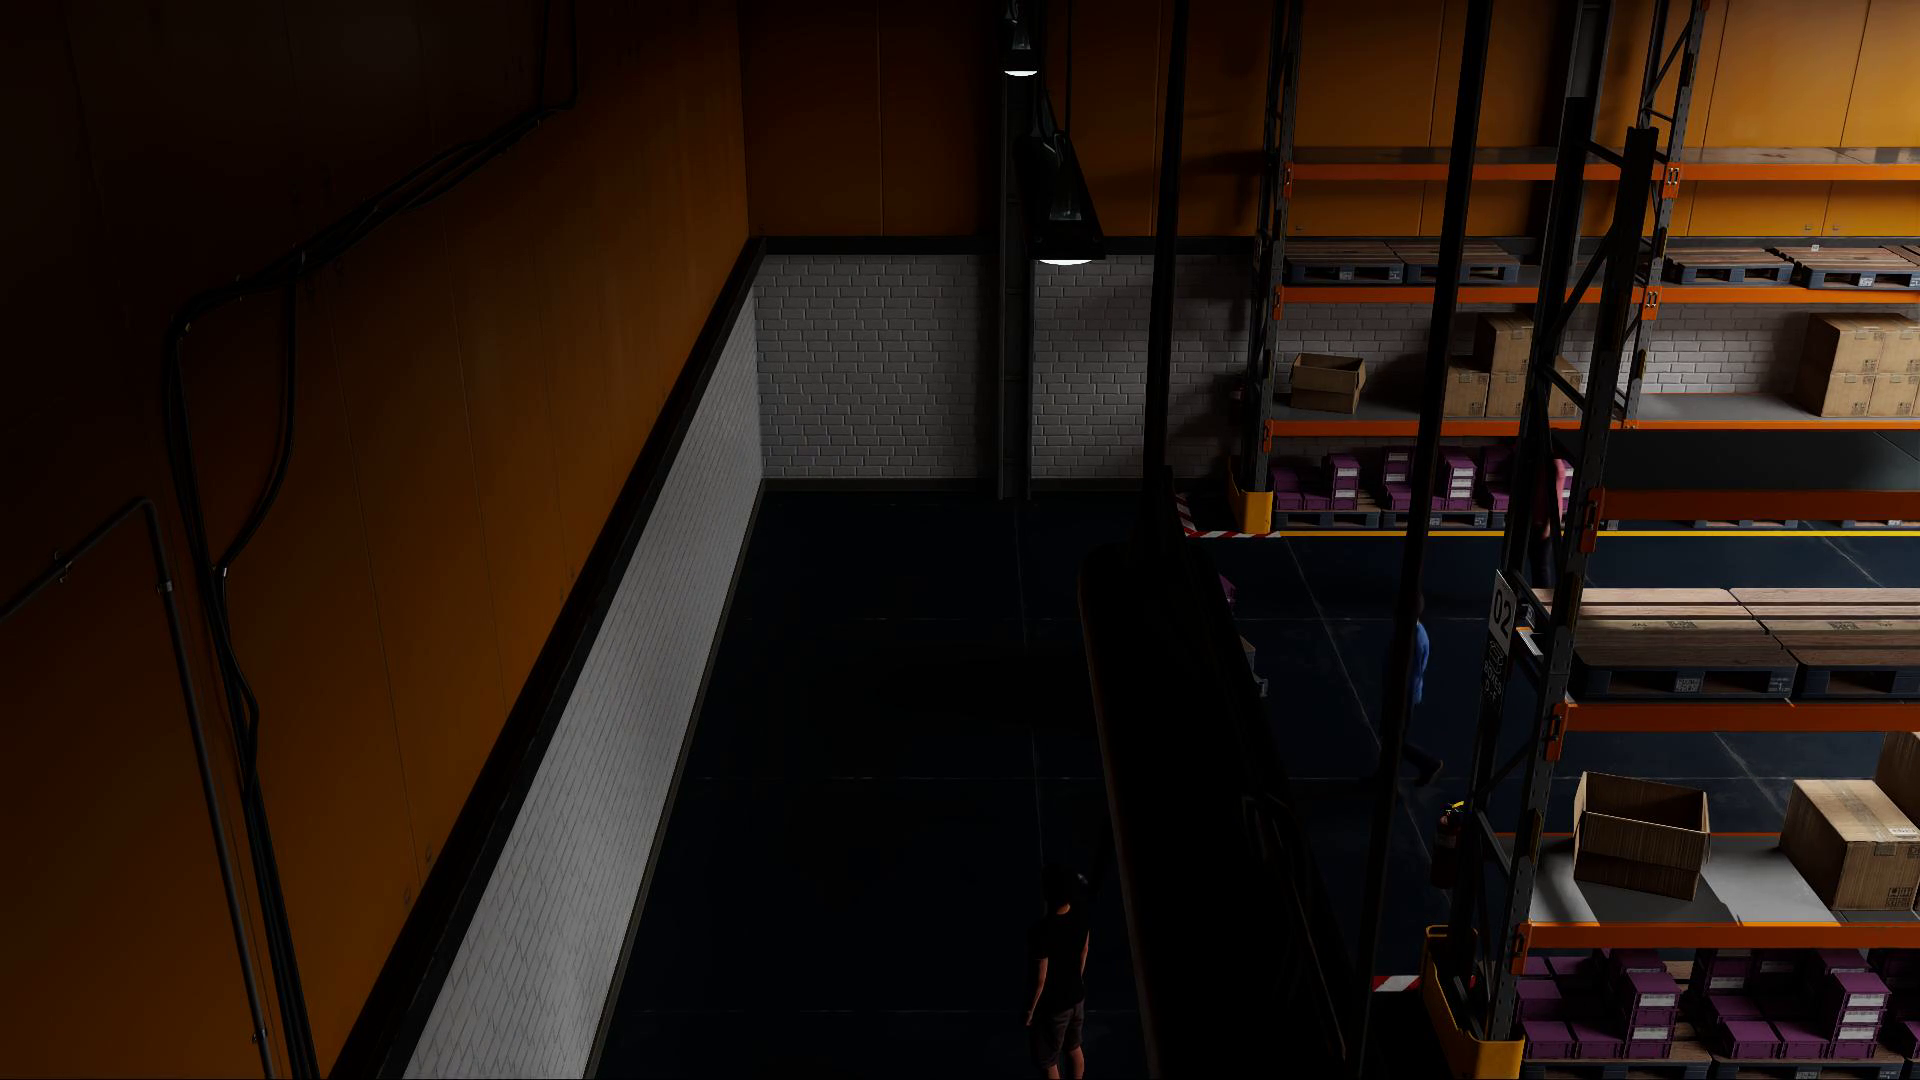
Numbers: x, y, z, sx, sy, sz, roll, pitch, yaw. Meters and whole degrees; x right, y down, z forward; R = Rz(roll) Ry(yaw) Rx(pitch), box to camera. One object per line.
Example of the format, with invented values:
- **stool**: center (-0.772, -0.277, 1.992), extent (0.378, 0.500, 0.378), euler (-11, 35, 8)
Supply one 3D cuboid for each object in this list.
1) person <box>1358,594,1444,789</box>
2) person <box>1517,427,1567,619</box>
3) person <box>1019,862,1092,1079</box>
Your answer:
- **person**: center (3.639, 1.231, 13.409), extent (0.875, 1.802, 0.672), euler (1, 24, 2)
- **person**: center (5.797, -0.183, 16.447), extent (0.549, 1.958, 0.620), euler (0, 24, 1)
- **person**: center (0.577, 2.723, 9.920), extent (0.816, 1.861, 0.759), euler (21, 31, 40)
